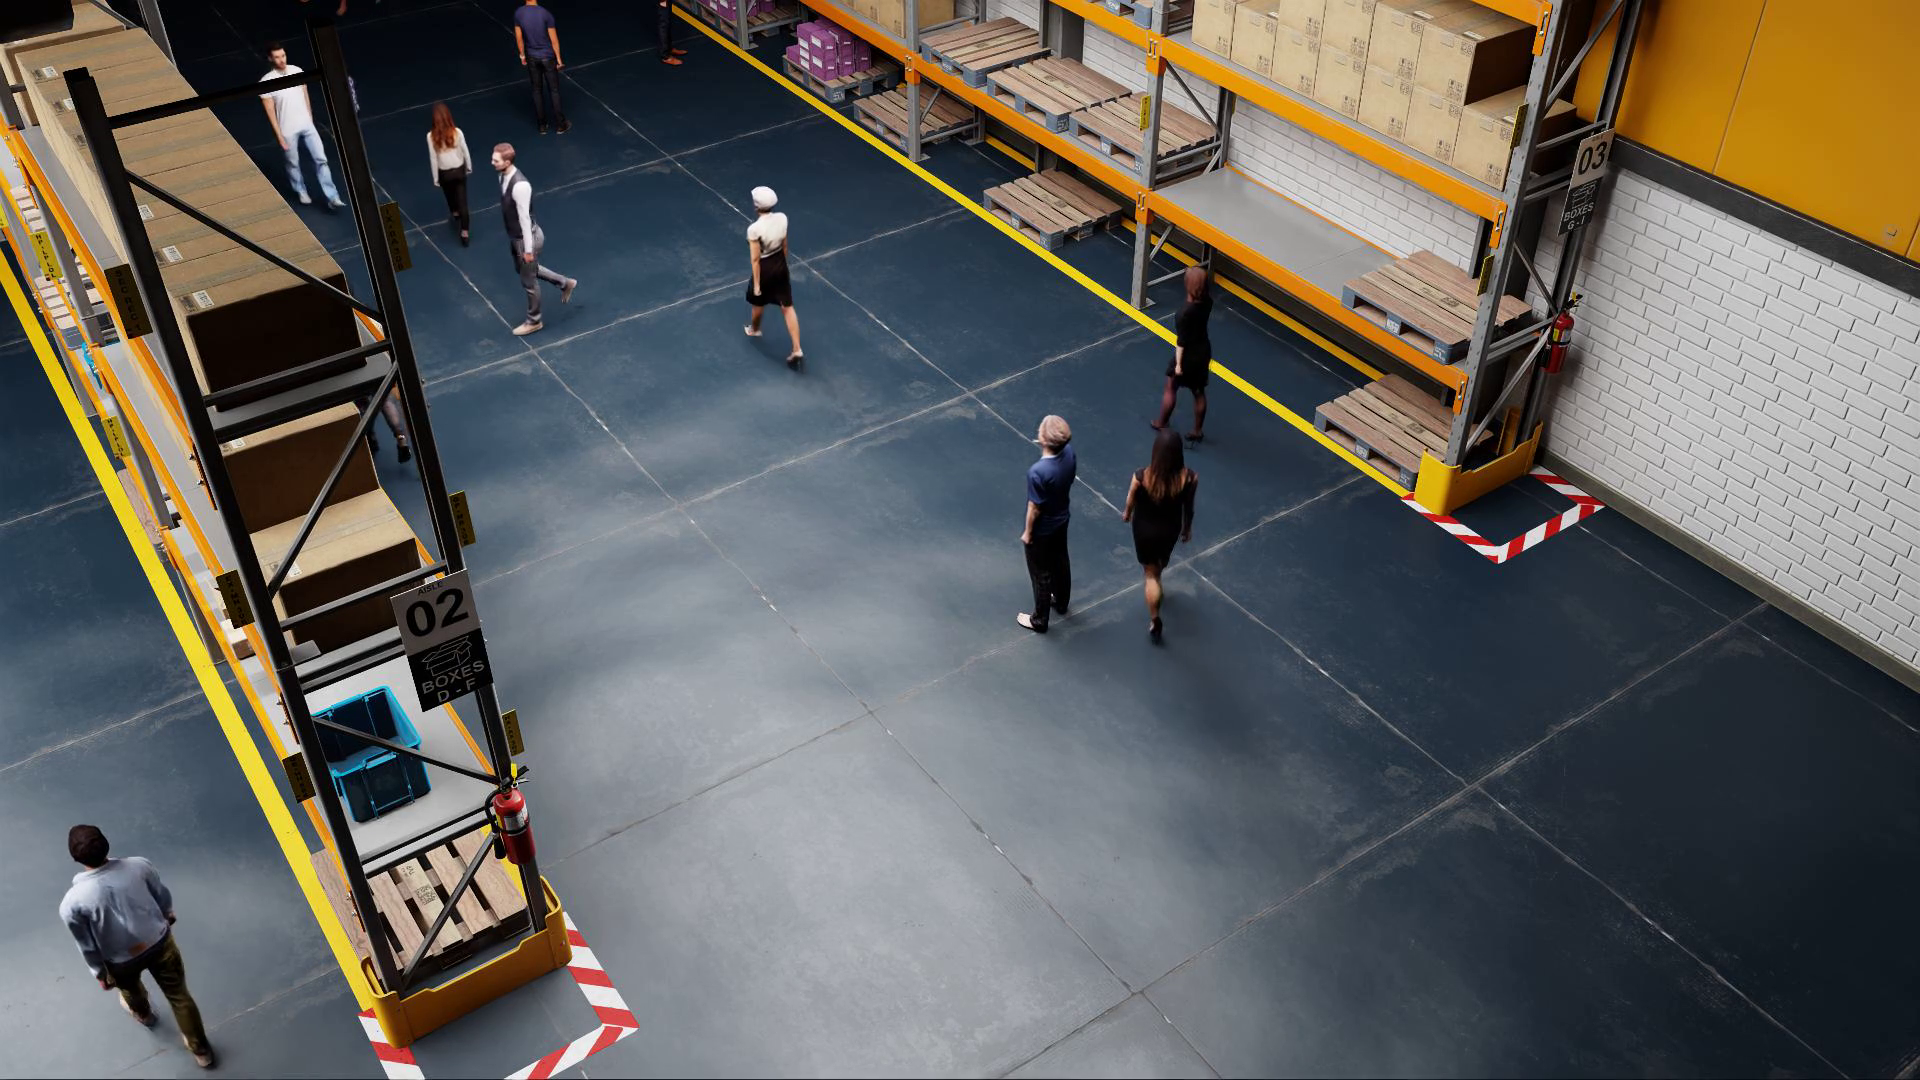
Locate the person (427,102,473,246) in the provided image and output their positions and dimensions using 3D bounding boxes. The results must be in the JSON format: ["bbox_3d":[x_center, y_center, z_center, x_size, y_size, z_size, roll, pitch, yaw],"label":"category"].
[{"bbox_3d":[-5.233,-3.749,17.187,0.747,1.448,1.017,-12,40,-14],"label":"person"}]

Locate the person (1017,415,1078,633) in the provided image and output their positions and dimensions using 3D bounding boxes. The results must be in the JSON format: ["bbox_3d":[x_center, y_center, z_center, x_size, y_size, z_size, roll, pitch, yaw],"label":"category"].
[{"bbox_3d":[0.658,-0.136,12.323,0.646,1.872,0.716,27,46,30],"label":"person"}]

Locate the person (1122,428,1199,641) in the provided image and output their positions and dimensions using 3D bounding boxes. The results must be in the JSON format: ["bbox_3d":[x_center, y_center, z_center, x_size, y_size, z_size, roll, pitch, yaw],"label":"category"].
[{"bbox_3d":[1.478,0.002,12.317,0.961,1.663,1.145,-4,39,-5],"label":"person"}]

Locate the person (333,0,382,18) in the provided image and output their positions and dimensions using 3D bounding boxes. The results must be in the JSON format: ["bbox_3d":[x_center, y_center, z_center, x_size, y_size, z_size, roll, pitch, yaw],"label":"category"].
[{"bbox_3d":[-8.089,-7.886,22.171,1.123,1.691,0.915,24,44,27],"label":"person"}]

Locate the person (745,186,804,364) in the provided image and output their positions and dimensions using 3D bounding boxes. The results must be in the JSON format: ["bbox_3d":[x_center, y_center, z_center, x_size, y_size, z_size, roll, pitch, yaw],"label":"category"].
[{"bbox_3d":[-1.677,-2.379,15.265,0.734,1.705,1.133,-30,47,-32],"label":"person"}]

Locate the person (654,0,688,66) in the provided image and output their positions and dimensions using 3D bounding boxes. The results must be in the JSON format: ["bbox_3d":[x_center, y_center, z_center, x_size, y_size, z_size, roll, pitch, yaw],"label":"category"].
[{"bbox_3d":[-3.733,-6.898,20.847,0.830,1.801,0.735,1,39,1],"label":"person"}]

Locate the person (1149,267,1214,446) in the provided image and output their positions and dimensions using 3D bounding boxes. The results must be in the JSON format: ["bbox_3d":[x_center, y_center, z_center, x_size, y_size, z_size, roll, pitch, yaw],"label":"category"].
[{"bbox_3d":[2.025,-1.535,14.215,0.648,1.697,0.779,-31,48,-33],"label":"person"}]

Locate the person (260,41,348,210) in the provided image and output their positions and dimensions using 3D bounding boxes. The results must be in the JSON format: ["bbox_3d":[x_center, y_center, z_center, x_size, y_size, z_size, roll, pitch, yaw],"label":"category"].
[{"bbox_3d":[-7.134,-4.418,17.729,0.735,1.816,1.075,-27,46,-29],"label":"person"}]

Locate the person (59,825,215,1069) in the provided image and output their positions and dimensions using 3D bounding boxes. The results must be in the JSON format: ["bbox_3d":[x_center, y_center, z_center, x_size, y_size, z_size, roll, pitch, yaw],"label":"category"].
[{"bbox_3d":[-4.568,2.334,9.305,0.797,1.777,1.077,-31,48,-33],"label":"person"}]

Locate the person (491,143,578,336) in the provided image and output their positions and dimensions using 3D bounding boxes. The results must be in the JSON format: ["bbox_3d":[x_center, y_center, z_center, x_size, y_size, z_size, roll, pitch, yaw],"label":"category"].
[{"bbox_3d":[-4.044,-2.869,15.709,0.738,1.916,0.907,-19,43,-23],"label":"person"}]

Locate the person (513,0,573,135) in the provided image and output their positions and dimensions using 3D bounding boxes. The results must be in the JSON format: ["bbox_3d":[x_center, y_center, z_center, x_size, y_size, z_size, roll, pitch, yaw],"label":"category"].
[{"bbox_3d":[-4.847,-5.572,19.195,0.708,1.789,0.736,2,39,2],"label":"person"}]

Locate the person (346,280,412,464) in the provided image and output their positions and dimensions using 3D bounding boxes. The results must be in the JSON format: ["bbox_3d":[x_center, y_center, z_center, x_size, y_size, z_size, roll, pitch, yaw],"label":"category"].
[{"bbox_3d":[-5.004,-1.390,14.030,0.664,1.701,0.990,-27,46,-29],"label":"person"}]
